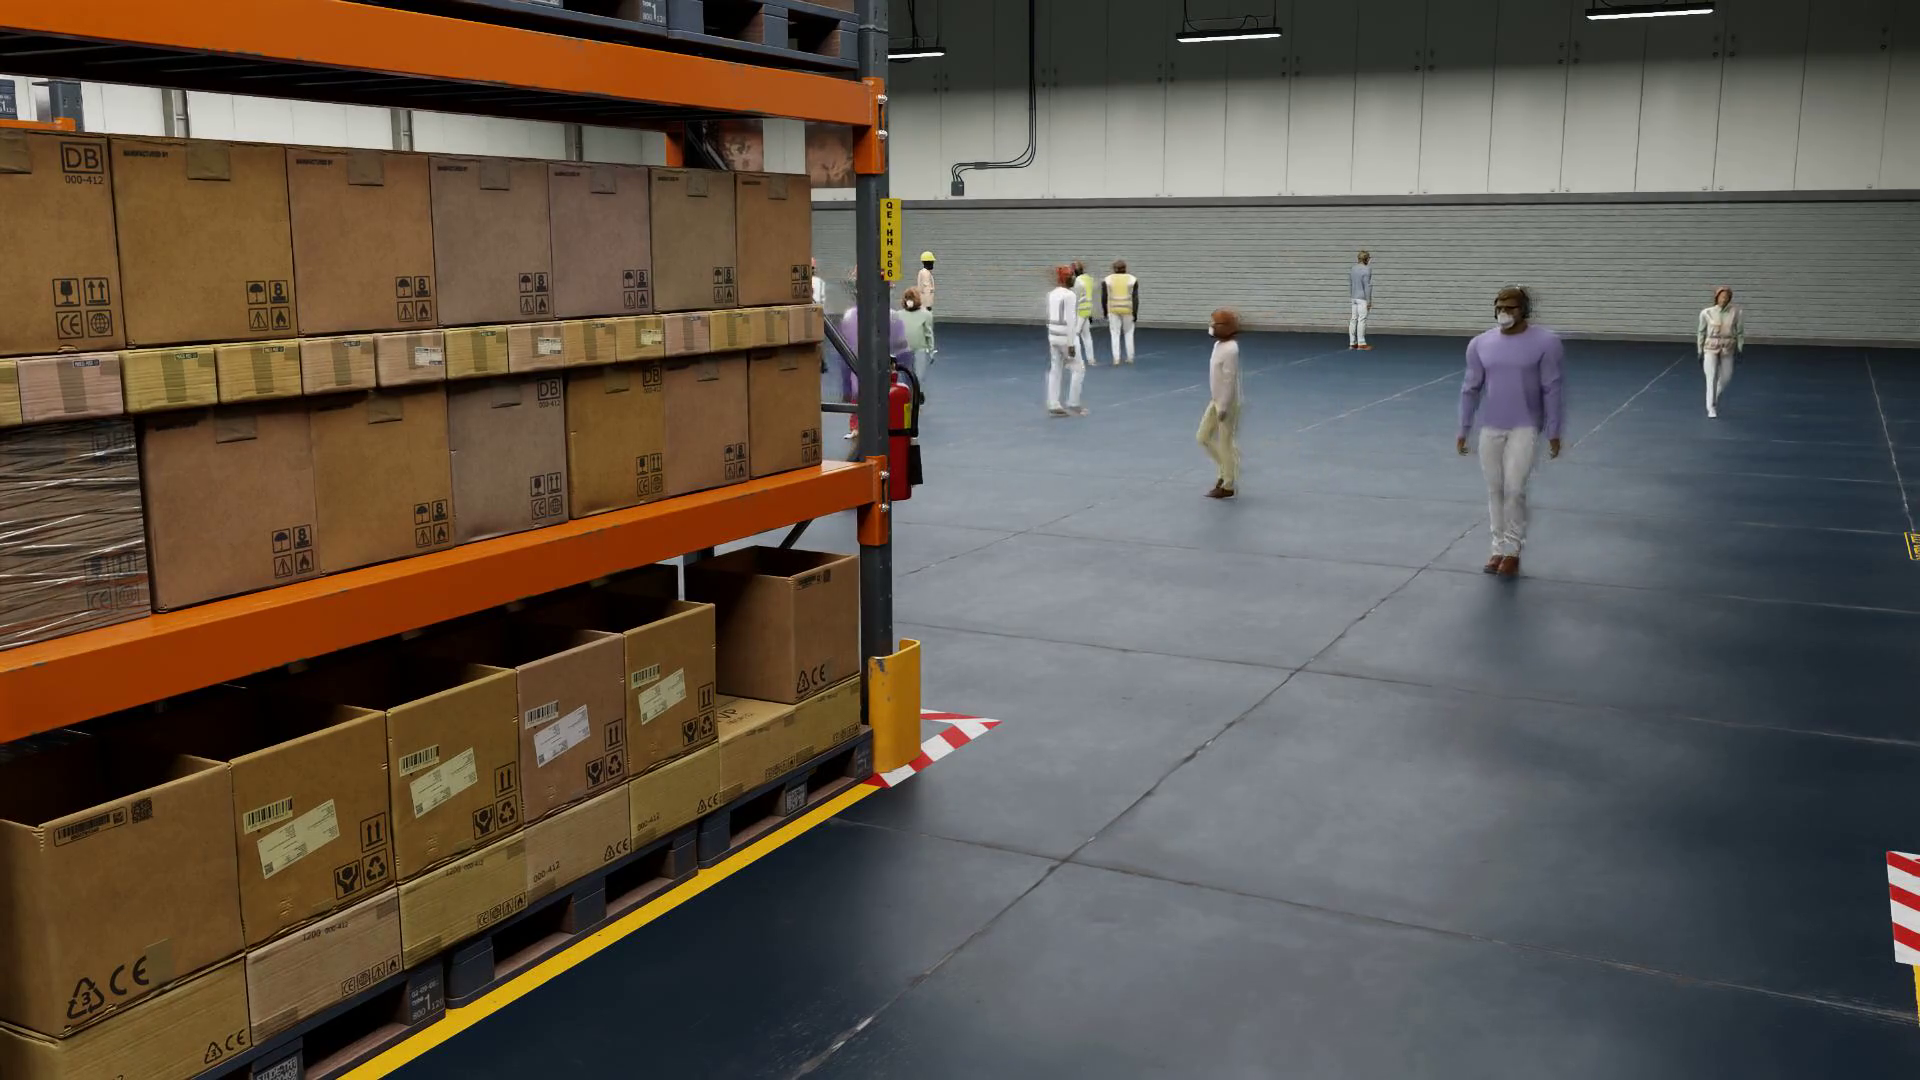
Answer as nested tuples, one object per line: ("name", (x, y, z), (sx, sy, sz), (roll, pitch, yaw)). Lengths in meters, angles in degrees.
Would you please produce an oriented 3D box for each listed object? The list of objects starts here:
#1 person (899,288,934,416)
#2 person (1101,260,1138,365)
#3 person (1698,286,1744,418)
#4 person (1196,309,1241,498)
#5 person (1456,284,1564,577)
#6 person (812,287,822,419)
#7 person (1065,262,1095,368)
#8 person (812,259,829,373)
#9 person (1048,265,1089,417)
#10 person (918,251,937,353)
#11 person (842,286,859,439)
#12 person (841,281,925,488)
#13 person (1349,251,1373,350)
("person", (-0.601, -2.265, 20.323), (0.529, 1.590, 0.826), (2, 11, 11))
("person", (2.780, -3.960, 28.953), (0.644, 1.810, 0.617), (1, 10, 7))
("person", (9.417, -2.337, 20.641), (0.522, 1.620, 0.635), (2, 11, 13))
("person", (2.208, -1.153, 14.154), (0.349, 1.617, 0.527), (-1, 10, -7))
("person", (3.558, -0.700, 10.892), (0.665, 1.915, 0.645), (8, 13, 39))
("person", (-1.838, -2.191, 19.715), (0.531, 1.649, 0.825), (2, 11, 12))
("person", (2.058, -3.814, 28.246), (0.443, 1.806, 0.825), (5, 11, 24))
("person", (-2.456, -3.678, 27.229), (0.988, 1.893, 0.563), (10, 14, 43))
("person", (1.372, -2.453, 20.585), (0.645, 1.865, 0.606), (-5, 12, -27))
("person", (-0.632, -4.551, 31.858), (0.355, 1.930, 0.593), (-2, 11, -9))
("person", (-1.046, -1.987, 18.331), (0.522, 1.770, 0.310), (2, 11, 13))
("person", (-0.659, -1.297, 13.947), (0.631, 1.984, 1.066), (9, 14, 41))
("person", (7.885, -4.707, 32.690), (0.372, 1.940, 0.629), (-4, 11, -20))
